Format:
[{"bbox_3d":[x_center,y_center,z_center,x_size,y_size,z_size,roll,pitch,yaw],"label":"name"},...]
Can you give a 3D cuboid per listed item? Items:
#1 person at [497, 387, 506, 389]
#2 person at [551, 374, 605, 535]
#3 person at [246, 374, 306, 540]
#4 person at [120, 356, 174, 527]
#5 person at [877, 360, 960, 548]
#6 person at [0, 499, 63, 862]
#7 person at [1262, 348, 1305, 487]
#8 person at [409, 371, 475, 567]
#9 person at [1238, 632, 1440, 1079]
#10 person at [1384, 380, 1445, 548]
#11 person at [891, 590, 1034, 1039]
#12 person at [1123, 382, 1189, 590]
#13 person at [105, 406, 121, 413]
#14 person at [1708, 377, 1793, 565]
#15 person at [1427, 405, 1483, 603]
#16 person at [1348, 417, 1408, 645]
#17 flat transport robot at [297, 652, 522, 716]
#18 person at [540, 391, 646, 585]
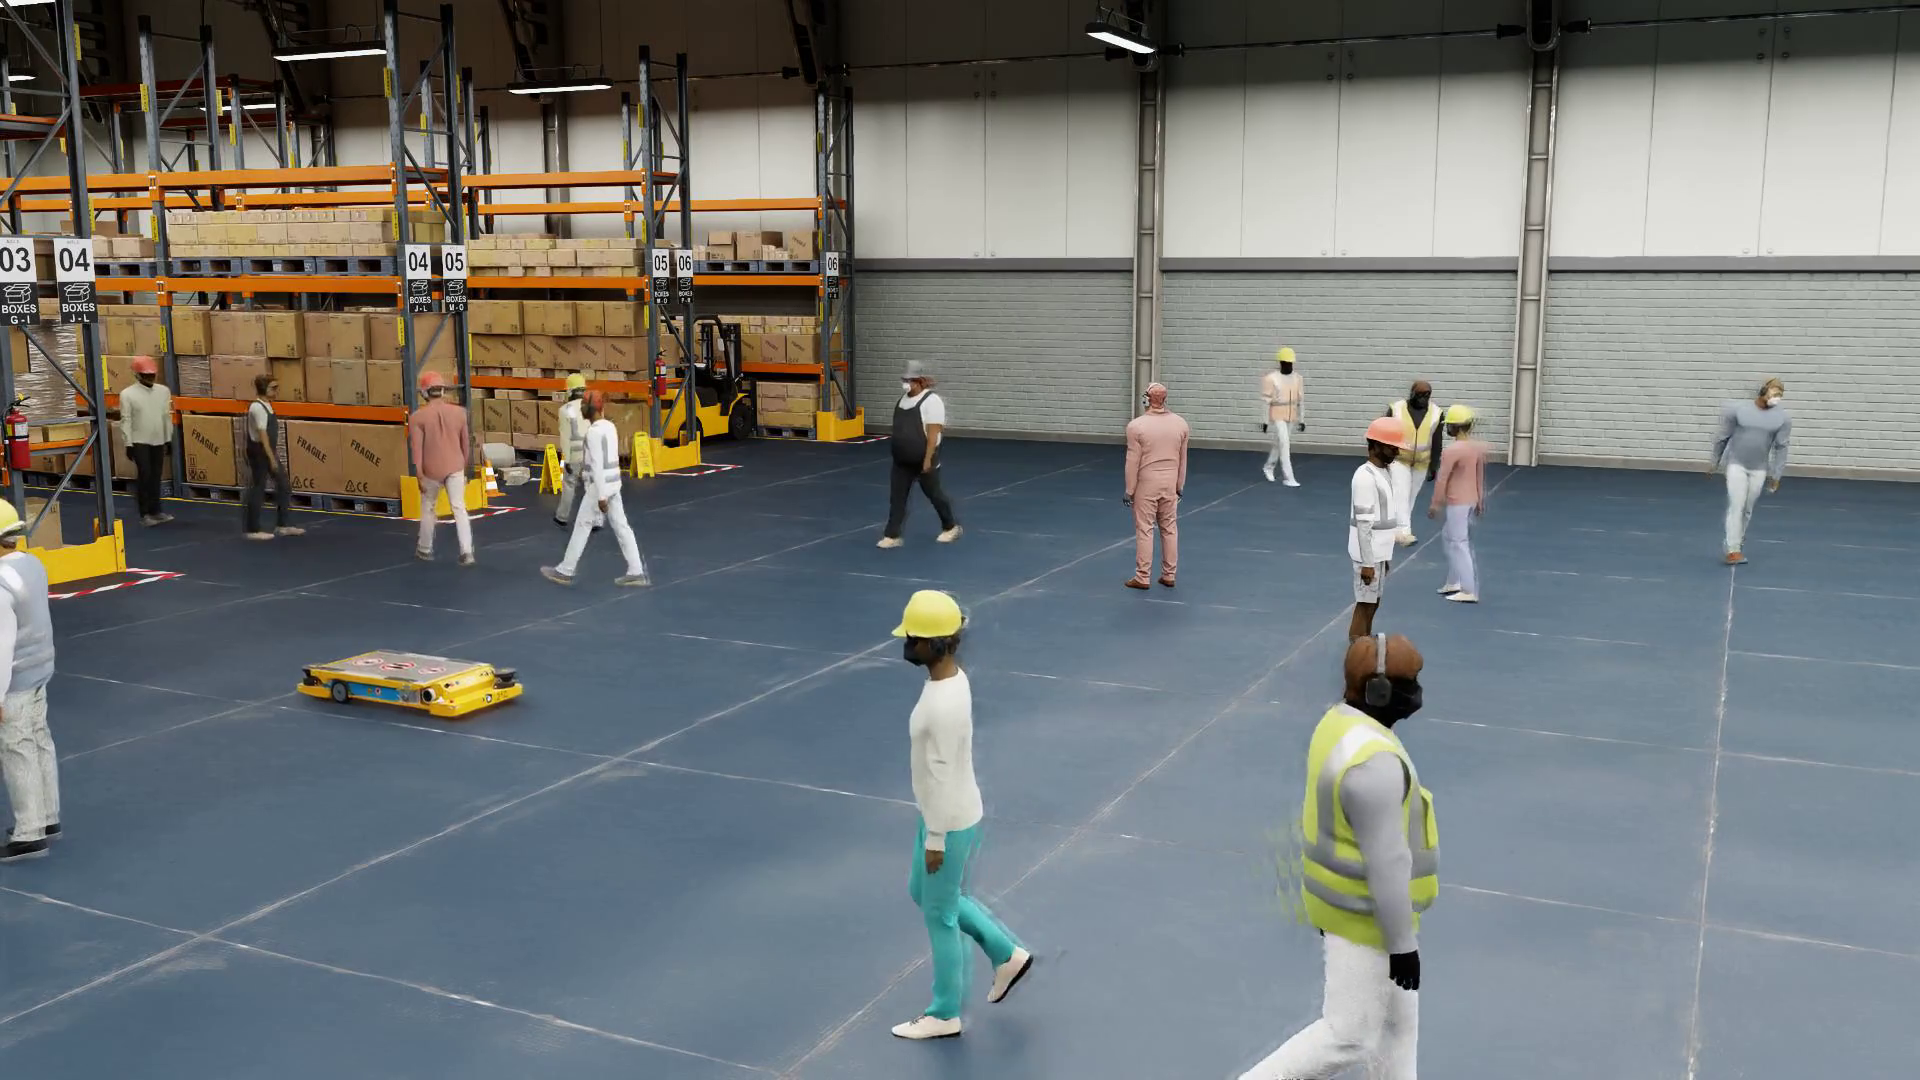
[{"bbox_3d":[-7.694,-2.553,28.117,0.387,1.856,0.565,4,10,23],"label":"person"},{"bbox_3d":[-4.280,-0.967,18.619,0.588,1.778,0.937,-8,12,-41],"label":"person"},{"bbox_3d":[-7.468,-0.892,18.067,0.735,1.815,0.524,-1,9,-6],"label":"person"},{"bbox_3d":[-9.301,-1.125,19.080,0.580,1.960,0.615,5,11,30],"label":"person"},{"bbox_3d":[-0.435,-0.950,17.735,0.677,2.000,0.989,8,12,40],"label":"person"},{"bbox_3d":[-4.767,0.687,8.340,0.404,1.830,0.599,-2,9,-11],"label":"person"},{"bbox_3d":[4.416,-1.702,22.822,0.596,1.894,0.934,-4,10,-25],"label":"person"},{"bbox_3d":[-5.159,-0.708,16.585,0.627,1.946,1.039,-6,11,-35],"label":"person"},{"bbox_3d":[1.230,1.187,5.345,0.818,1.819,0.636,1,9,7],"label":"person"},{"bbox_3d":[4.814,-0.807,17.681,0.637,1.776,0.937,0,9,2],"label":"person"},{"bbox_3d":[-0.016,1.052,6.334,0.484,1.757,0.529,0,9,-1],"label":"person"},{"bbox_3d":[1.784,-0.497,15.356,0.641,1.913,0.407,-4,10,-25],"label":"person"},{"bbox_3d":[-13.764,-2.365,26.749,0.491,1.923,0.544,4,10,25],"label":"person"},{"bbox_3d":[7.870,-0.678,16.553,0.707,1.881,0.840,2,9,11],"label":"person"},{"bbox_3d":[4.378,-0.323,14.783,0.598,1.747,0.528,9,13,43],"label":"person"},{"bbox_3d":[2.912,0.101,11.638,0.368,1.929,0.542,4,10,24],"label":"person"},{"bbox_3d":[-3.783,0.965,11.410,1.431,0.197,0.652,5,10,26],"label":"flat transport robot"},{"bbox_3d":[-3.396,-0.472,15.456,0.995,1.828,0.583,2,9,12],"label":"person"}]
